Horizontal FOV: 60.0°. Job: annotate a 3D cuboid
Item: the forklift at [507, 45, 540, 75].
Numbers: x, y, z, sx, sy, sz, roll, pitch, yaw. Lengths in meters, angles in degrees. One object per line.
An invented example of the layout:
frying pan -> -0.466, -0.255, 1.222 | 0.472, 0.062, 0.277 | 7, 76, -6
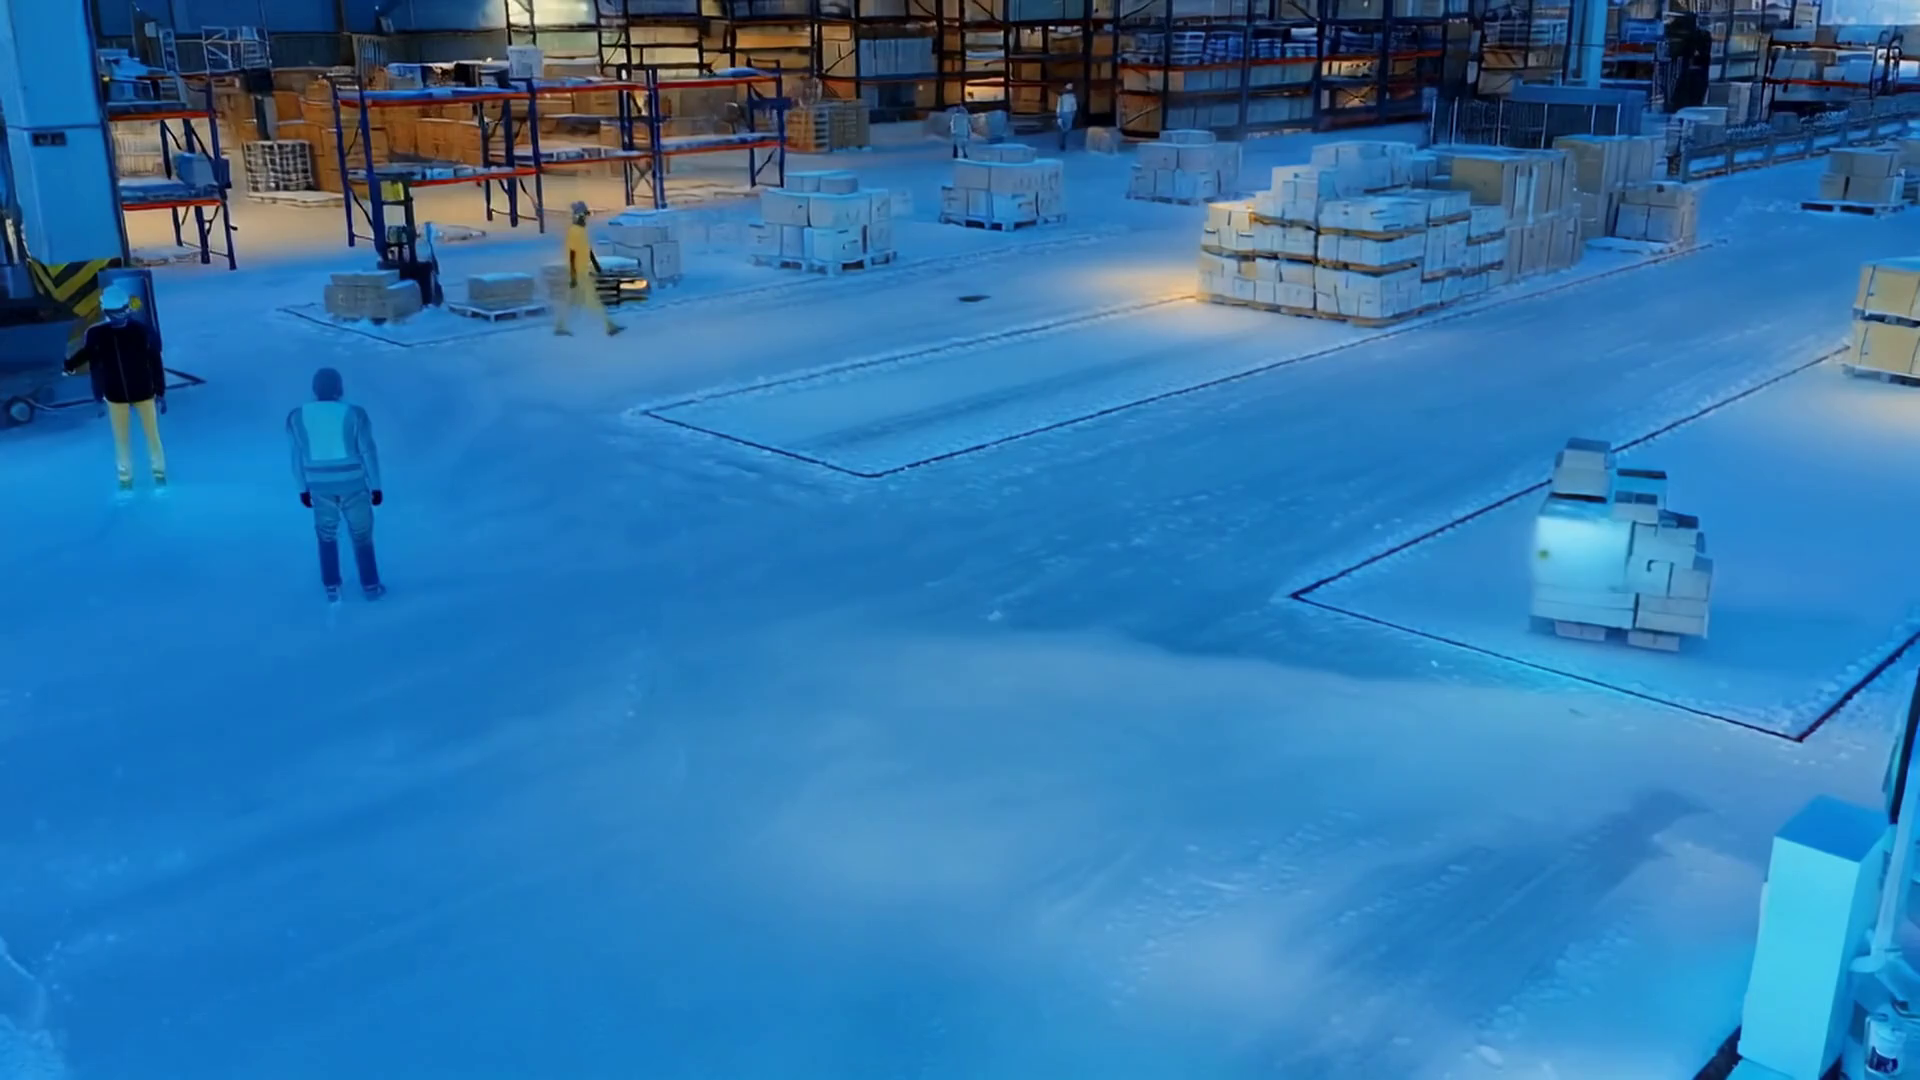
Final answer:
forklift -> -13.783, -14.293, 52.844 | 1.129, 2.768, 1.873 | -8, 20, -23

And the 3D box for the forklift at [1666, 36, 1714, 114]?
forklift -> 27.341, -17.291, 61.877 | 1.129, 2.768, 1.873 | 17, 25, 41

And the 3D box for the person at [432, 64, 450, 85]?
person -> -18.235, -15.721, 58.559 | 0.630, 1.973, 0.625 | -3, 19, -10

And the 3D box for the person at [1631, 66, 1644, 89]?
person -> 25.912, -17.297, 63.768 | 0.512, 1.685, 0.541 | -17, 24, -41

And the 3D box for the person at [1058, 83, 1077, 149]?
person -> 3.097, -12.330, 48.445 | 0.554, 1.915, 0.662 | 9, 20, 25

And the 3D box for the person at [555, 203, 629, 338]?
person -> -5.034, -3.614, 22.343 | 1.038, 1.808, 0.504 | 0, 18, -1

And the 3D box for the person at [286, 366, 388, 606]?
person -> -4.710, -0.406, 12.628 | 0.634, 1.841, 0.429 | -2, 18, -6

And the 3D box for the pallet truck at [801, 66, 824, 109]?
pallet truck -> -4.812, -15.182, 56.903 | 0.823, 1.965, 1.885 | -9, 21, -26

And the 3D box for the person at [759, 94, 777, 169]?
person -> -5.071, -10.675, 43.486 | 0.619, 1.892, 0.583 | -5, 19, -14

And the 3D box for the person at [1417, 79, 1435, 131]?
person -> 15.518, -14.430, 55.160 | 0.824, 1.662, 0.533 | -17, 25, -42

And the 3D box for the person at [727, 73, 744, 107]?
person -> -7.668, -15.063, 56.731 | 0.739, 1.892, 0.410 | 15, 24, 38

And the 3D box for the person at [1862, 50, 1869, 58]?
person -> 42.963, -22.416, 79.115 | 0.484, 1.735, 0.400 | -4, 19, -12

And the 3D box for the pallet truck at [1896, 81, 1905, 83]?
pallet truck -> 34.802, -16.331, 61.455 | 0.653, 1.274, 1.630 | 17, 25, 41

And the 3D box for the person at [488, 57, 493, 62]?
person -> -18.651, -18.246, 66.251 | 0.458, 1.926, 0.639 | 11, 21, 31

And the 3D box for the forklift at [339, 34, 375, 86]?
forklift -> -23.287, -18.355, 65.083 | 1.129, 2.768, 1.873 | 17, 25, 41

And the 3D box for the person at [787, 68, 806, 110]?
person -> -5.565, -14.946, 56.262 | 0.619, 1.938, 0.850 | -8, 20, -24

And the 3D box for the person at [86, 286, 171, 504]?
person -> -7.568, -1.327, 15.162 | 0.612, 1.995, 0.376 | -7, 20, -20

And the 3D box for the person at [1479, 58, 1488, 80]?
person -> 21.949, -19.333, 69.804 | 0.678, 1.748, 0.530 | -12, 22, -33

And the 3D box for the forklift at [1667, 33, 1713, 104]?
forklift -> 29.578, -19.001, 67.028 | 1.129, 2.768, 1.873 | 17, 25, 41

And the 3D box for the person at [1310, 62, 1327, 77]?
person -> 15.645, -20.339, 72.614 | 0.680, 1.879, 0.485 | 1, 18, 2

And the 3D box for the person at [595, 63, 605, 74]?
person -> -14.790, -18.875, 68.590 | 0.511, 1.640, 0.308 | -6, 19, -18

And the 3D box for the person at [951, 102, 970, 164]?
person -> -0.010, -10.759, 44.113 | 0.548, 1.642, 0.884 | -5, 19, -16

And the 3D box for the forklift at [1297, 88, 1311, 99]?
forklift -> 11.566, -16.322, 58.959 | 1.129, 2.768, 1.873 | 17, 25, 41

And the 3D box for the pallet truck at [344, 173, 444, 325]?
pallet truck -> -8.209, -4.181, 23.757 | 0.823, 1.965, 1.885 | 3, 19, 9
